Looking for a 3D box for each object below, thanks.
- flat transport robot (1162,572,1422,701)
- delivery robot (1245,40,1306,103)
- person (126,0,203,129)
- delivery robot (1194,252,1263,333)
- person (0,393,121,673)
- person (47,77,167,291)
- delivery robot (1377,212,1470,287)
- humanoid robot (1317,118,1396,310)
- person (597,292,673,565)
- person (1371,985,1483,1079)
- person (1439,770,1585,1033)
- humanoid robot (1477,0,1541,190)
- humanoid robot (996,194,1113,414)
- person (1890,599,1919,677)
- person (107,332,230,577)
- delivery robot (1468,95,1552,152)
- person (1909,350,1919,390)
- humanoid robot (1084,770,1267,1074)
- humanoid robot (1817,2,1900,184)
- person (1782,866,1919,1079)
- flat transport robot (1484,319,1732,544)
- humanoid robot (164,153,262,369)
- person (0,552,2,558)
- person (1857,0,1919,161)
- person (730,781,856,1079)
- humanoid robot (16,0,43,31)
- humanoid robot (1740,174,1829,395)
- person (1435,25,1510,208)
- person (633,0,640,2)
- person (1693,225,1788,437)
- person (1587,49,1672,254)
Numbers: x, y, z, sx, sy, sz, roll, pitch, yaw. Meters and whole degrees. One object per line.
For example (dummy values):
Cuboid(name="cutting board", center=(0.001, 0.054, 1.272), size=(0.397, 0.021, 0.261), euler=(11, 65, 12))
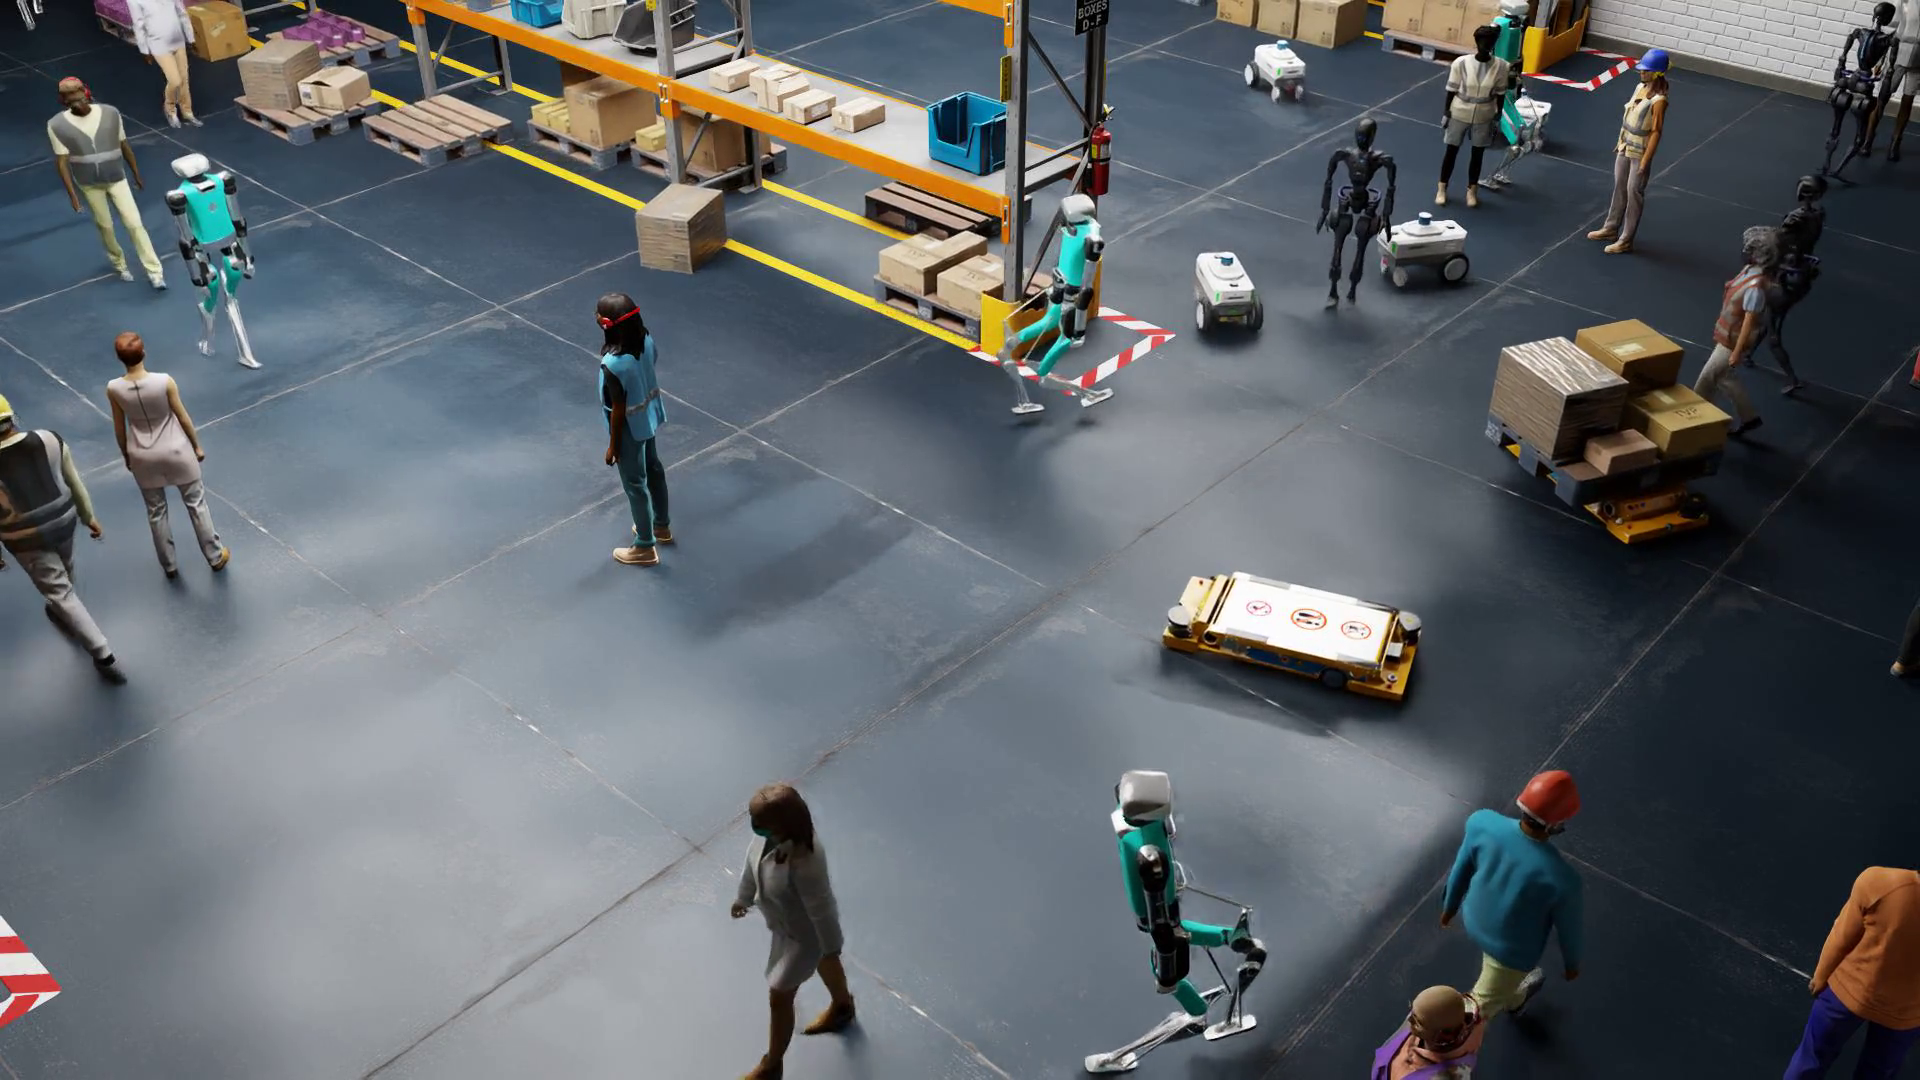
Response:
Cuboid(name="flat transport robot", center=(2.003, 0.548, 10.016), size=(1.431, 0.231, 0.659), euler=(13, 37, 18))
Cuboid(name="delivery robot", center=(3.433, -5.075, 17.906), size=(0.499, 0.589, 0.790), euler=(-8, 35, -11))
Cuboid(name="person", center=(-7.960, -4.995, 16.750), size=(0.391, 1.738, 0.562), euler=(18, 38, 24))
Cuboid(name="delivery robot", center=(2.153, -2.021, 13.504), size=(0.499, 0.613, 0.797), euler=(-4, 35, -5))
Cuboid(name="person", center=(-5.296, -0.060, 9.574), size=(0.959, 1.773, 0.597), euler=(22, 40, 29))
Cuboid(name="person", center=(-7.001, -2.883, 13.645), size=(0.589, 1.799, 0.874), euler=(-21, 40, -27))
Cuboid(name="delivery robot", center=(3.952, -2.492, 14.174), size=(0.773, 0.601, 0.515), euler=(-7, 35, -11))
Cuboid(name="humanoid robot", center=(3.198, -2.618, 13.387), size=(0.614, 1.637, 0.393), euler=(11, 36, 15))
Cuboid(name="person", center=(-2.041, -0.691, 10.406), size=(0.391, 1.866, 0.519), euler=(10, 36, 14))
Cuboid(name="person", center=(1.699, 2.272, 6.263), size=(0.346, 1.694, 0.482), euler=(-3, 35, -5))
Cuboid(name="person", center=(2.421, 1.644, 7.158), size=(0.896, 1.699, 0.591), euler=(-20, 39, -26))
Cuboid(name="humanoid robot", center=(5.133, -4.085, 15.369), size=(0.530, 1.723, 0.693), euler=(-23, 41, -30))
Cuboid(name="humanoid robot", center=(0.639, -1.591, 11.809), size=(0.998, 1.728, 0.554), euler=(-12, 36, -17))
Cuboid(name="person", center=(5.697, 0.076, 9.318), size=(0.346, 1.841, 0.506), euler=(-13, 37, -18))
Cuboid(name="person", center=(-4.974, -0.523, 10.357), size=(0.459, 1.649, 0.315), euler=(-8, 35, -12))
Cuboid(name="delivery robot", center=(5.531, -4.248, 16.691), size=(0.750, 0.570, 0.499), euler=(14, 37, 20))
Cuboid(name="person", center=(7.452, -1.928, 12.284), size=(0.321, 1.769, 0.523), euler=(22, 40, 29))
Cuboid(name="humanoid robot", center=(1.083, 1.675, 7.143), size=(0.992, 1.771, 0.532), euler=(-4, 35, -6))
Cuboid(name="humanoid robot", center=(8.429, -4.214, 15.682), size=(0.462, 1.647, 0.602), euler=(-19, 39, -25))
Cuboid(name="person", center=(3.711, 1.818, 6.684), size=(0.515, 1.973, 0.401), euler=(18, 38, 24))
Cuboid(name="flat transport robot", center=(4.425, -0.476, 11.500), size=(0.659, 0.231, 1.431), euler=(-12, 36, -17))
Cuboid(name="humanoid robot", center=(-5.741, -2.089, 12.619), size=(0.821, 1.864, 0.550), euler=(23, 41, 29))
Cuboid(name="person", center=(-6.359, -0.638, 10.283), size=(0.435, 1.912, 0.565), euler=(-3, 35, -4))
Cuboid(name="person", center=(9.159, -4.633, 16.068), size=(0.548, 1.927, 0.389), euler=(13, 37, 19))
Cuboid(name="person", center=(-0.789, 1.678, 7.179), size=(0.787, 1.630, 0.491), euler=(-16, 38, -22))
Cuboid(name="humanoid robot", center=(-11.191, -6.986, 19.653), size=(0.557, 1.767, 0.961), euler=(-14, 37, -19))
Cuboid(name="humanoid robot", center=(6.205, -1.915, 12.393), size=(0.586, 1.660, 0.739), euler=(-24, 41, -30))
Cuboid(name="person", center=(4.664, -3.854, 15.146), size=(0.543, 1.688, 0.321), euler=(7, 35, 9))
Cuboid(name="person", center=(-4.194, -7.448, 20.311), size=(0.868, 1.727, 0.527), euler=(2, 35, 3))
Cuboid(name="person", center=(5.437, -1.422, 11.630), size=(0.655, 1.666, 0.469), euler=(12, 36, 17))
Cuboid(name="person", center=(5.809, -3.349, 14.333), size=(0.306, 1.777, 0.479), euler=(-6, 35, -8))
